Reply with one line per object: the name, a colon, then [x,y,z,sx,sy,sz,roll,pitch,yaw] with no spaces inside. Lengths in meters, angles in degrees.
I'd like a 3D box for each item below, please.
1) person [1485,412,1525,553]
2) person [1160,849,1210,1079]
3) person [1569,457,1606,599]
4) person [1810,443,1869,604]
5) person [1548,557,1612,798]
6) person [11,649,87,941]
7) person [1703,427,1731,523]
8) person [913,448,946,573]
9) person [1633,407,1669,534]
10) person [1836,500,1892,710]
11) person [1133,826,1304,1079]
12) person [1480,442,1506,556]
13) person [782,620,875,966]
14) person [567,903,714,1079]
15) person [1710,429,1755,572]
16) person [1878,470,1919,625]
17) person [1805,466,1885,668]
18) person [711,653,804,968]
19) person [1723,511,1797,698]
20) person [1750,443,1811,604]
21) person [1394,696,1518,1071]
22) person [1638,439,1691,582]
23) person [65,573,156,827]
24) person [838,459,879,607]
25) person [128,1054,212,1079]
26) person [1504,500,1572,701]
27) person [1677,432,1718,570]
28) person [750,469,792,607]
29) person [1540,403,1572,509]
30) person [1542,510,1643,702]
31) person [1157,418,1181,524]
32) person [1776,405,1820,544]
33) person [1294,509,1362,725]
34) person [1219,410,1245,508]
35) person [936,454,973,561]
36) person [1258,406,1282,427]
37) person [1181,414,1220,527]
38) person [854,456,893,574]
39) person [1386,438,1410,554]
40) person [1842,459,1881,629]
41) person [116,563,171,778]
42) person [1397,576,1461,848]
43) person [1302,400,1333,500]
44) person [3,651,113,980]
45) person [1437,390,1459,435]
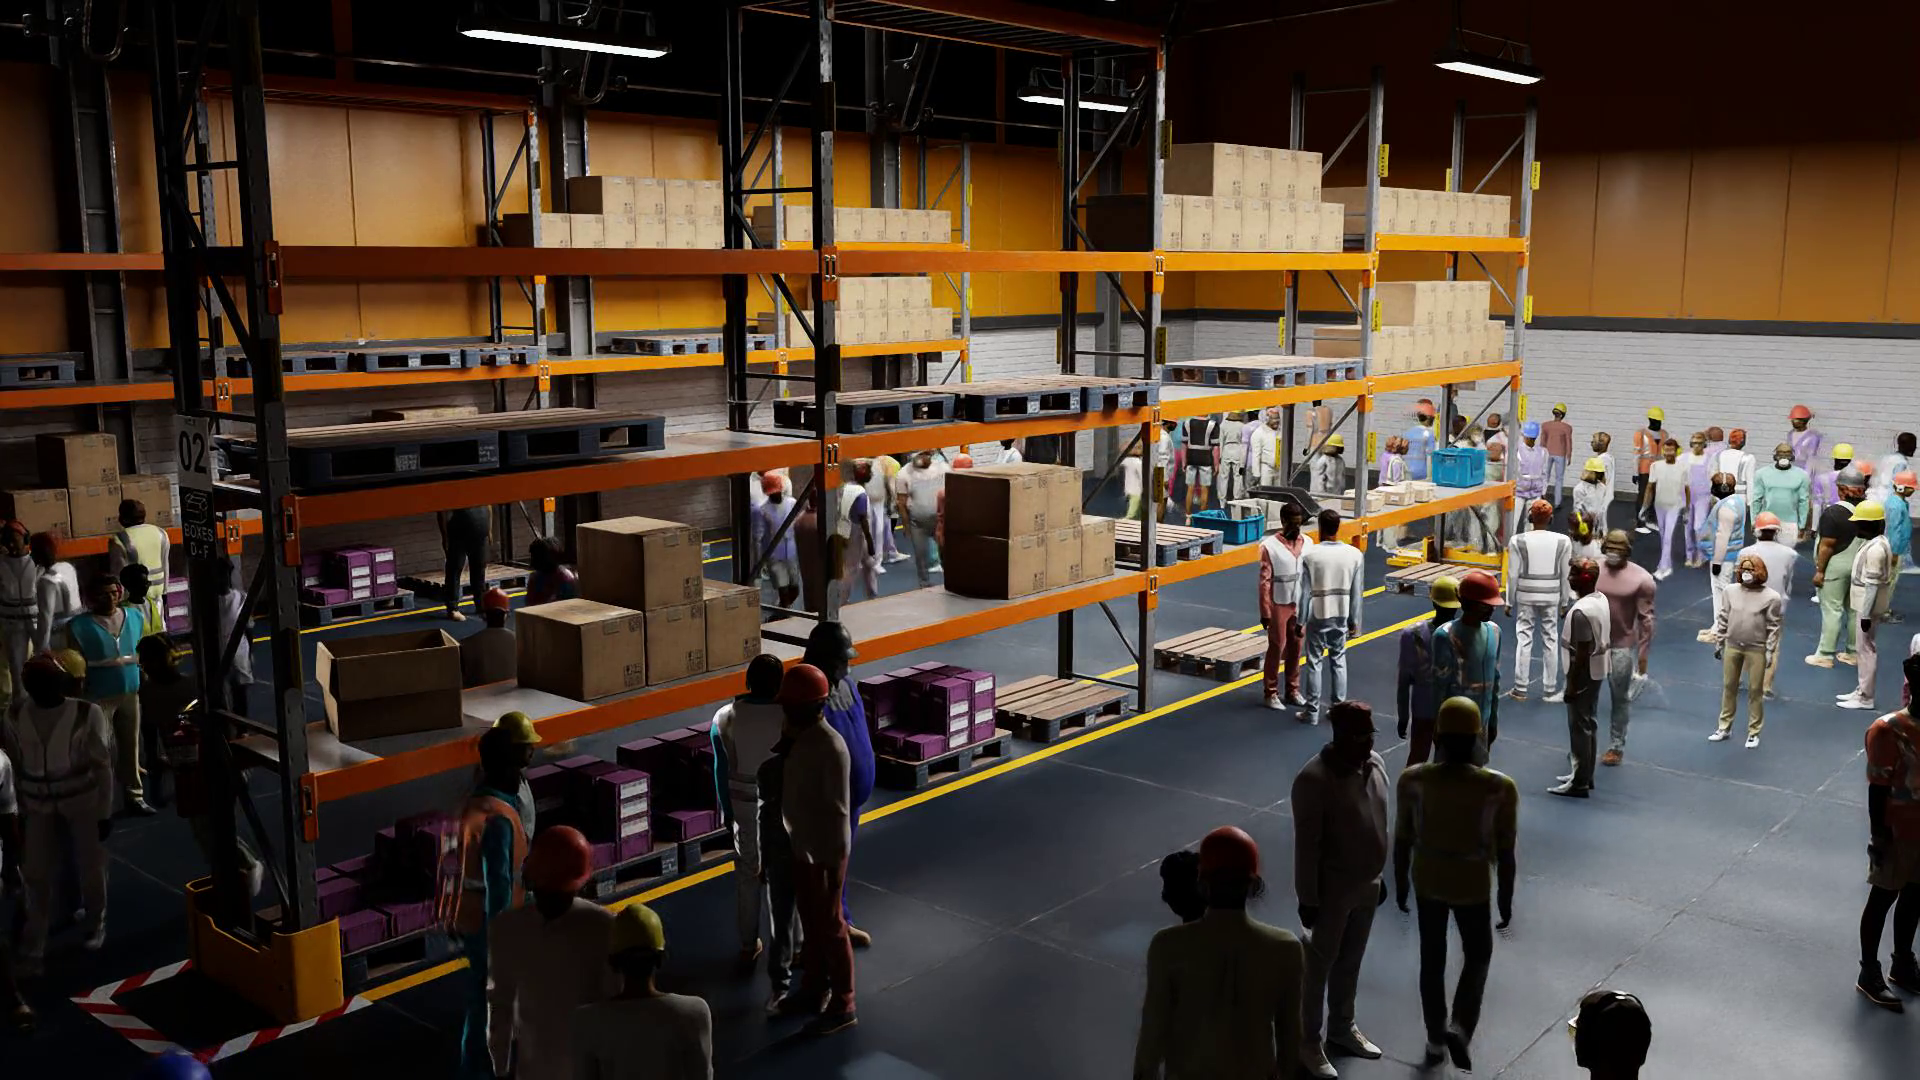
person: [7.696,-0.860,23.420,0.723,2.000,0.760,-1,10,-7]
person: [0.949,2.094,6.821,0.320,1.692,0.531,4,10,23]
person: [7.576,-0.136,20.022,0.485,1.735,0.358,-4,10,-24]
person: [10.403,-0.184,19.711,0.588,1.930,0.361,3,10,16]
person: [4.750,1.040,12.662,0.378,1.842,0.569,6,11,32]
person: [-5.416,1.549,9.945,0.563,1.728,0.658,-1,10,-9]
person: [11.237,-0.878,24.771,0.534,1.620,0.391,2,10,11]
person: [-0.350,-0.524,21.853,0.398,1.899,0.649,-5,11,-29]
person: [10.352,-1.043,24.909,0.601,1.915,0.389,-2,10,-14]
person: [8.236,0.590,15.137,0.388,1.919,0.588,5,11,27]
person: [0.965,2.059,6.259,0.669,1.946,0.698,0,10,-2]
person: [7.306,-0.549,22.852,0.413,1.613,0.533,9,13,43]
person: [-0.750,1.446,9.653,0.535,2.000,0.683,5,11,29]
person: [-1.158,2.187,6.084,0.522,1.758,0.349,-2,10,-13]
person: [10.164,-0.527,21.903,0.357,1.881,0.574,-7,12,-38]
person: [10.546,0.077,18.722,0.348,1.740,0.575,5,11,28]
person: [8.851,0.261,16.724,0.683,2.000,0.537,-3,10,-15]
person: [-1.098,1.557,9.590,0.627,1.843,0.429,2,10,10]
person: [7.530,0.588,15.698,0.555,1.722,0.718,1,10,5]
person: [9.765,-0.204,19.843,0.629,1.931,0.376,4,10,25]
person: [2.464,1.729,8.330,0.592,1.912,0.563,4,10,23]
person: [8.994,-0.381,21.228,0.518,1.815,0.985,9,13,42]
person: [-6.163,1.137,12.074,0.375,1.843,0.575,6,11,33]
person: [-1.067,-0.023,19.071,0.818,1.813,0.589,-2,10,-14]
person: [-2.143,2.326,4.708,0.621,1.934,0.630,2,10,11]
person: [5.340,0.564,15.389,0.573,1.883,0.355,2,10,9]
person: [9.695,-0.520,22.034,0.520,1.819,0.723,8,12,40]
person: [-2.255,-0.106,19.346,0.644,1.900,0.399,-1,10,-8]
person: [9.828,-1.386,27.424,0.532,1.754,0.341,8,13,41]
person: [5.823,0.627,15.190,0.780,1.828,0.596,1,10,6]
person: [3.026,-0.956,24.351,0.392,1.926,0.550,1,10,6]
person: [11.979,-0.924,23.873,0.611,2.024,0.607,-3,10,-17]
person: [3.234,0.681,14.626,0.597,1.909,0.405,-3,10,-15]
person: [4.508,-1.376,27.425,0.488,1.732,0.318,3,10,18]
person: [0.042,0.035,18.252,0.613,1.987,0.408,0,10,-1]
person: [5.227,-1.564,28.207,0.508,1.846,0.345,-2,10,-12]
person: [3.685,-1.193,25.446,0.613,2.033,0.411,5,11,28]
person: [-1.181,-0.497,21.883,0.587,1.841,0.706,-4,10,-24]
person: [6.091,-0.614,23.173,0.318,1.631,0.524,2,10,14]
person: [9.916,0.060,18.320,0.466,1.914,0.550,3,10,17]
person: [-6.513,1.020,13.220,0.322,1.697,0.532,3,10,18]
person: [3.327,1.189,11.534,0.594,1.922,0.385,-1,10,-6]
person: [6.109,-1.647,28.488,0.585,1.918,0.379,-6,11,-33]
person: [-5.173,1.564,9.507,0.599,1.846,0.911,-1,10,-7]
person: [8.446,-1.713,28.865,0.367,1.932,0.623,7,12,35]
